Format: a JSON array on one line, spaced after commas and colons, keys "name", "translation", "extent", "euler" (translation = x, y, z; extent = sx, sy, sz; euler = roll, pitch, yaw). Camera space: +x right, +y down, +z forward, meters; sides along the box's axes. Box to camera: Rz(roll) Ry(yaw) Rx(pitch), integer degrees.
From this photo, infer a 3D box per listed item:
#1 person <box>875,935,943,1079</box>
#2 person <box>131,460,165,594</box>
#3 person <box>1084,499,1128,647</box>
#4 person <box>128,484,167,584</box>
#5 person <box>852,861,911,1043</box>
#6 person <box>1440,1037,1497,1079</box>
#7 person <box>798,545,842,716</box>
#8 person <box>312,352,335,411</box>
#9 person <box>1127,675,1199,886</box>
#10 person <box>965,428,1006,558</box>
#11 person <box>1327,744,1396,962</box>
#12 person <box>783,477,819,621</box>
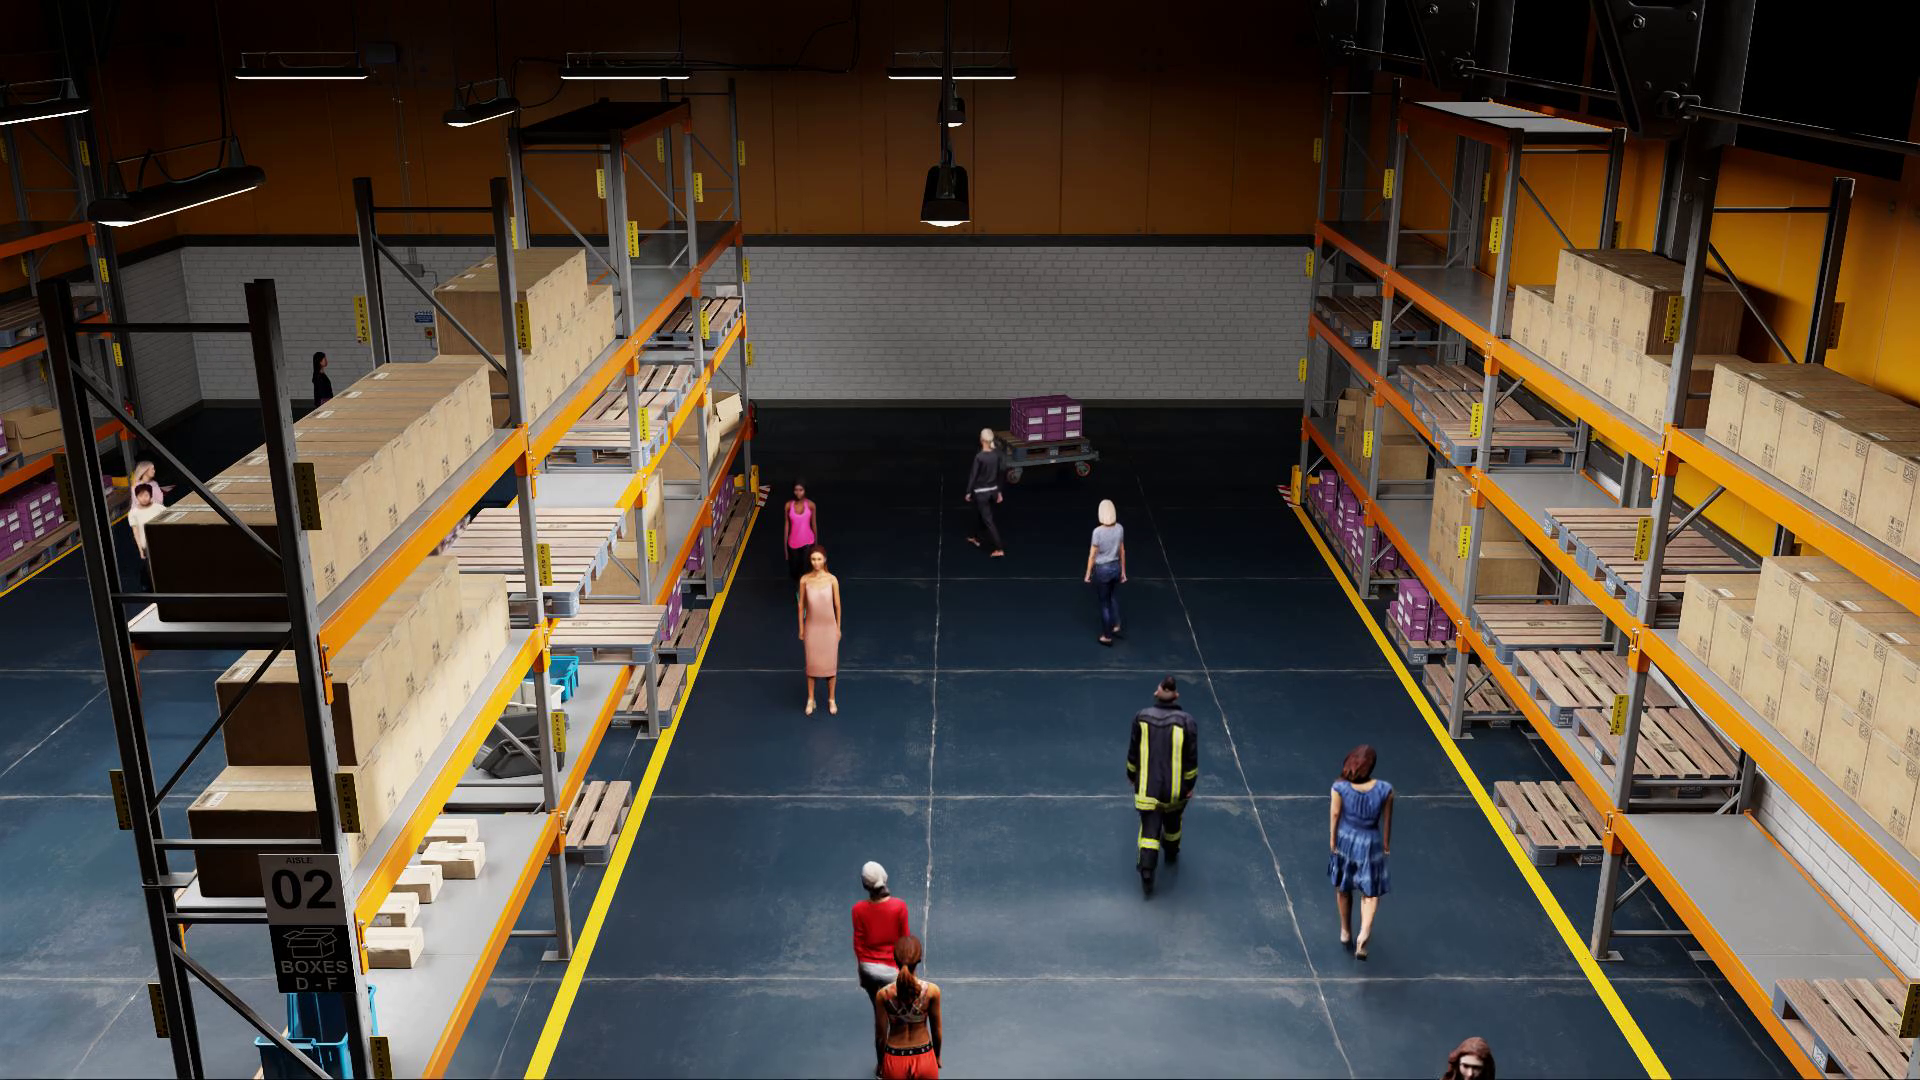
[{"name": "person", "translation": [-0.313, 3.247, 10.268], "extent": [0.598, 1.791, 0.592], "euler": [-2, 19, -7]}, {"name": "person", "translation": [-10.070, -0.145, 20.540], "extent": [0.735, 1.662, 0.572], "euler": [8, 20, 22]}, {"name": "person", "translation": [1.730, 0.397, 18.858], "extent": [0.708, 1.709, 0.742], "euler": [-12, 22, -33]}, {"name": "person", "translation": [-9.745, 0.061, 20.078], "extent": [0.755, 1.568, 0.914], "euler": [-7, 20, -19]}, {"name": "person", "translation": [-0.515, 2.984, 11.235], "extent": [0.581, 1.672, 0.773], "euler": [1, 19, 3]}, {"name": "person", "translation": [2.843, 3.547, 9.480], "extent": [0.832, 1.725, 0.988], "euler": [9, 21, 26]}, {"name": "person", "translation": [-1.432, 0.922, 17.108], "extent": [0.599, 1.831, 0.516], "euler": [-1, 19, -3]}, {"name": "person", "translation": [-10.083, -2.128, 26.321], "extent": [0.714, 1.732, 0.549], "euler": [-6, 19, -16]}, {"name": "person", "translation": [1.670, 2.014, 13.868], "extent": [0.915, 1.830, 1.177], "euler": [4, 19, 11]}, {"name": "person", "translation": [0.390, -0.590, 21.826], "extent": [1.049, 1.687, 1.151], "euler": [-15, 24, -37]}, {"name": "person", "translation": [3.053, 2.430, 12.690], "extent": [0.788, 1.794, 0.965], "euler": [4, 19, 12]}, {"name": "person", "translation": [-1.895, 0.060, 19.870], "extent": [0.593, 1.701, 1.048], "euler": [-1, 19, -3]}]
